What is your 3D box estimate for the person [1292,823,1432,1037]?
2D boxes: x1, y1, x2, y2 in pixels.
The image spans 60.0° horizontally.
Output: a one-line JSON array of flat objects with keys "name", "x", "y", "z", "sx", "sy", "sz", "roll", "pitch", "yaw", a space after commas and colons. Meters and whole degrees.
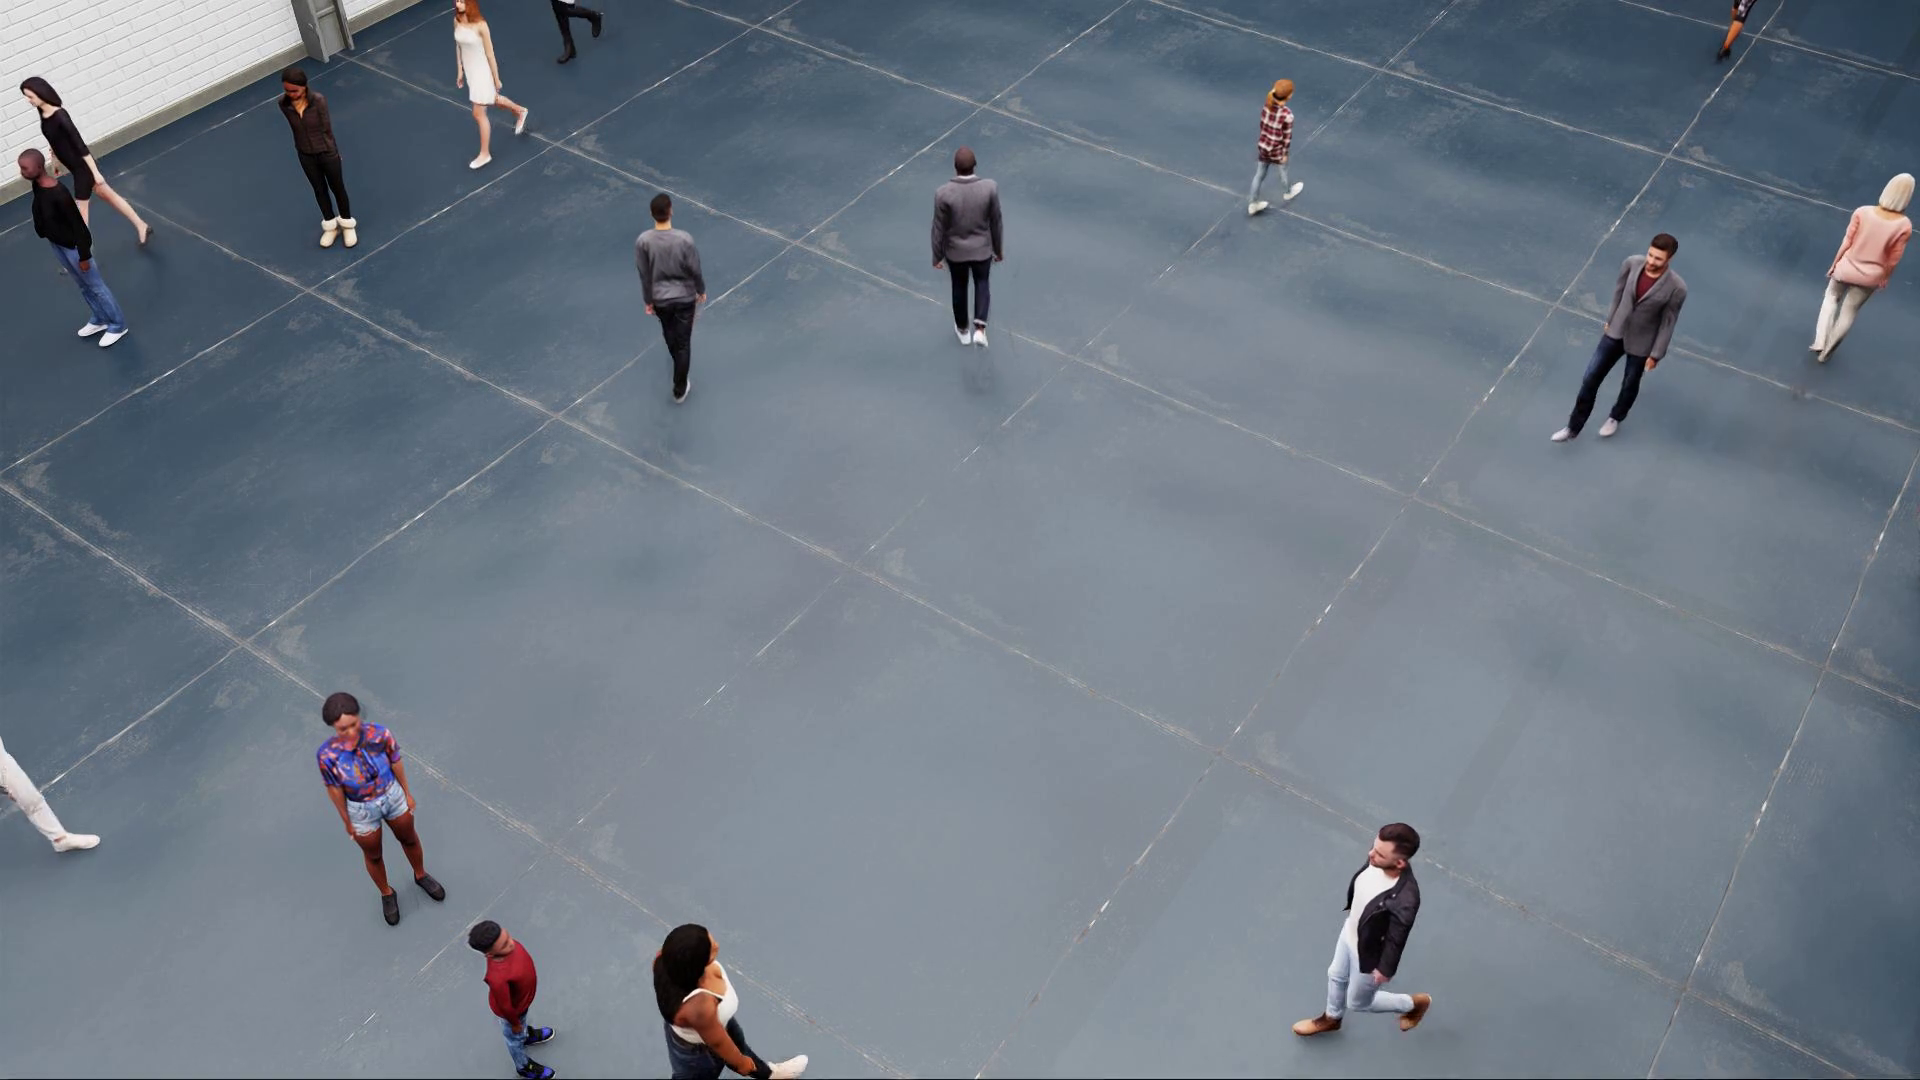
[{"name": "person", "x": 2.207, "y": 2.086, "z": 8.653, "sx": 1.061, "sy": 1.816, "sz": 1.016, "roll": -5, "pitch": 44, "yaw": -5}]

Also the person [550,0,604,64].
[{"name": "person", "x": -4.008, "y": -5.783, "z": 16.933, "sx": 0.644, "sy": 1.789, "sz": 0.913, "roll": 24, "pitch": 48, "yaw": 23}]

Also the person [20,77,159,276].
[{"name": "person", "x": -7.403, "y": -3.152, "z": 14.201, "sx": 1.181, "sy": 1.748, "sz": 0.789, "roll": -33, "pitch": 53, "yaw": -30}]

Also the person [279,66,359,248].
[{"name": "person", "x": -5.597, "y": -3.381, "z": 14.504, "sx": 0.703, "sy": 1.661, "sz": 0.762, "roll": 5, "pitch": 44, "yaw": 5}]

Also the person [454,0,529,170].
[{"name": "person", "x": -4.429, "y": -4.391, "z": 15.551, "sx": 0.562, "sy": 1.679, "sz": 1.111, "roll": 27, "pitch": 50, "yaw": 26}]

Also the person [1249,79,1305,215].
[{"name": "person", "x": 2.763, "y": -3.497, "z": 14.901, "sx": 0.891, "sy": 1.281, "sz": 0.680, "roll": -30, "pitch": 51, "yaw": -27}]

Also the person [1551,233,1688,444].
[{"name": "person", "x": 5.062, "y": -1.535, "z": 12.432, "sx": 1.015, "sy": 1.846, "sz": 0.854, "roll": -32, "pitch": 52, "yaw": -29}]

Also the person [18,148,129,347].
[{"name": "person", "x": -7.151, "y": -2.377, "z": 13.386, "sx": 0.595, "sy": 1.750, "sz": 0.532, "roll": 24, "pitch": 48, "yaw": 23}]

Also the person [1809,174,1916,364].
[{"name": "person", "x": 7.069, "y": -2.082, "z": 13.102, "sx": 0.603, "sy": 1.714, "sz": 0.619, "roll": 24, "pitch": 49, "yaw": 23}]

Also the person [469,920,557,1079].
[{"name": "person", "x": -2.364, "y": 2.389, "z": 8.741, "sx": 0.640, "sy": 1.256, "sz": 0.577, "roll": -6, "pitch": 44, "yaw": -6}]

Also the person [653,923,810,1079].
[{"name": "person", "x": -1.392, "y": 2.520, "z": 8.236, "sx": 1.219, "sy": 1.763, "sz": 1.067, "roll": -14, "pitch": 45, "yaw": -14}]

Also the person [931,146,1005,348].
[{"name": "person", "x": 0.079, "y": -2.253, "z": 13.213, "sx": 0.933, "sy": 1.809, "sz": 0.989, "roll": -3, "pitch": 44, "yaw": -3}]

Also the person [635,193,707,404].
[{"name": "person", "x": -2.220, "y": -1.811, "z": 12.805, "sx": 0.951, "sy": 1.731, "sz": 1.069, "roll": 0, "pitch": 44, "yaw": 0}]

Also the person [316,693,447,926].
[{"name": "person", "x": -3.277, "y": 1.486, "z": 9.333, "sx": 0.560, "sy": 1.746, "sz": 0.707, "roll": -27, "pitch": 50, "yaw": -26}]
